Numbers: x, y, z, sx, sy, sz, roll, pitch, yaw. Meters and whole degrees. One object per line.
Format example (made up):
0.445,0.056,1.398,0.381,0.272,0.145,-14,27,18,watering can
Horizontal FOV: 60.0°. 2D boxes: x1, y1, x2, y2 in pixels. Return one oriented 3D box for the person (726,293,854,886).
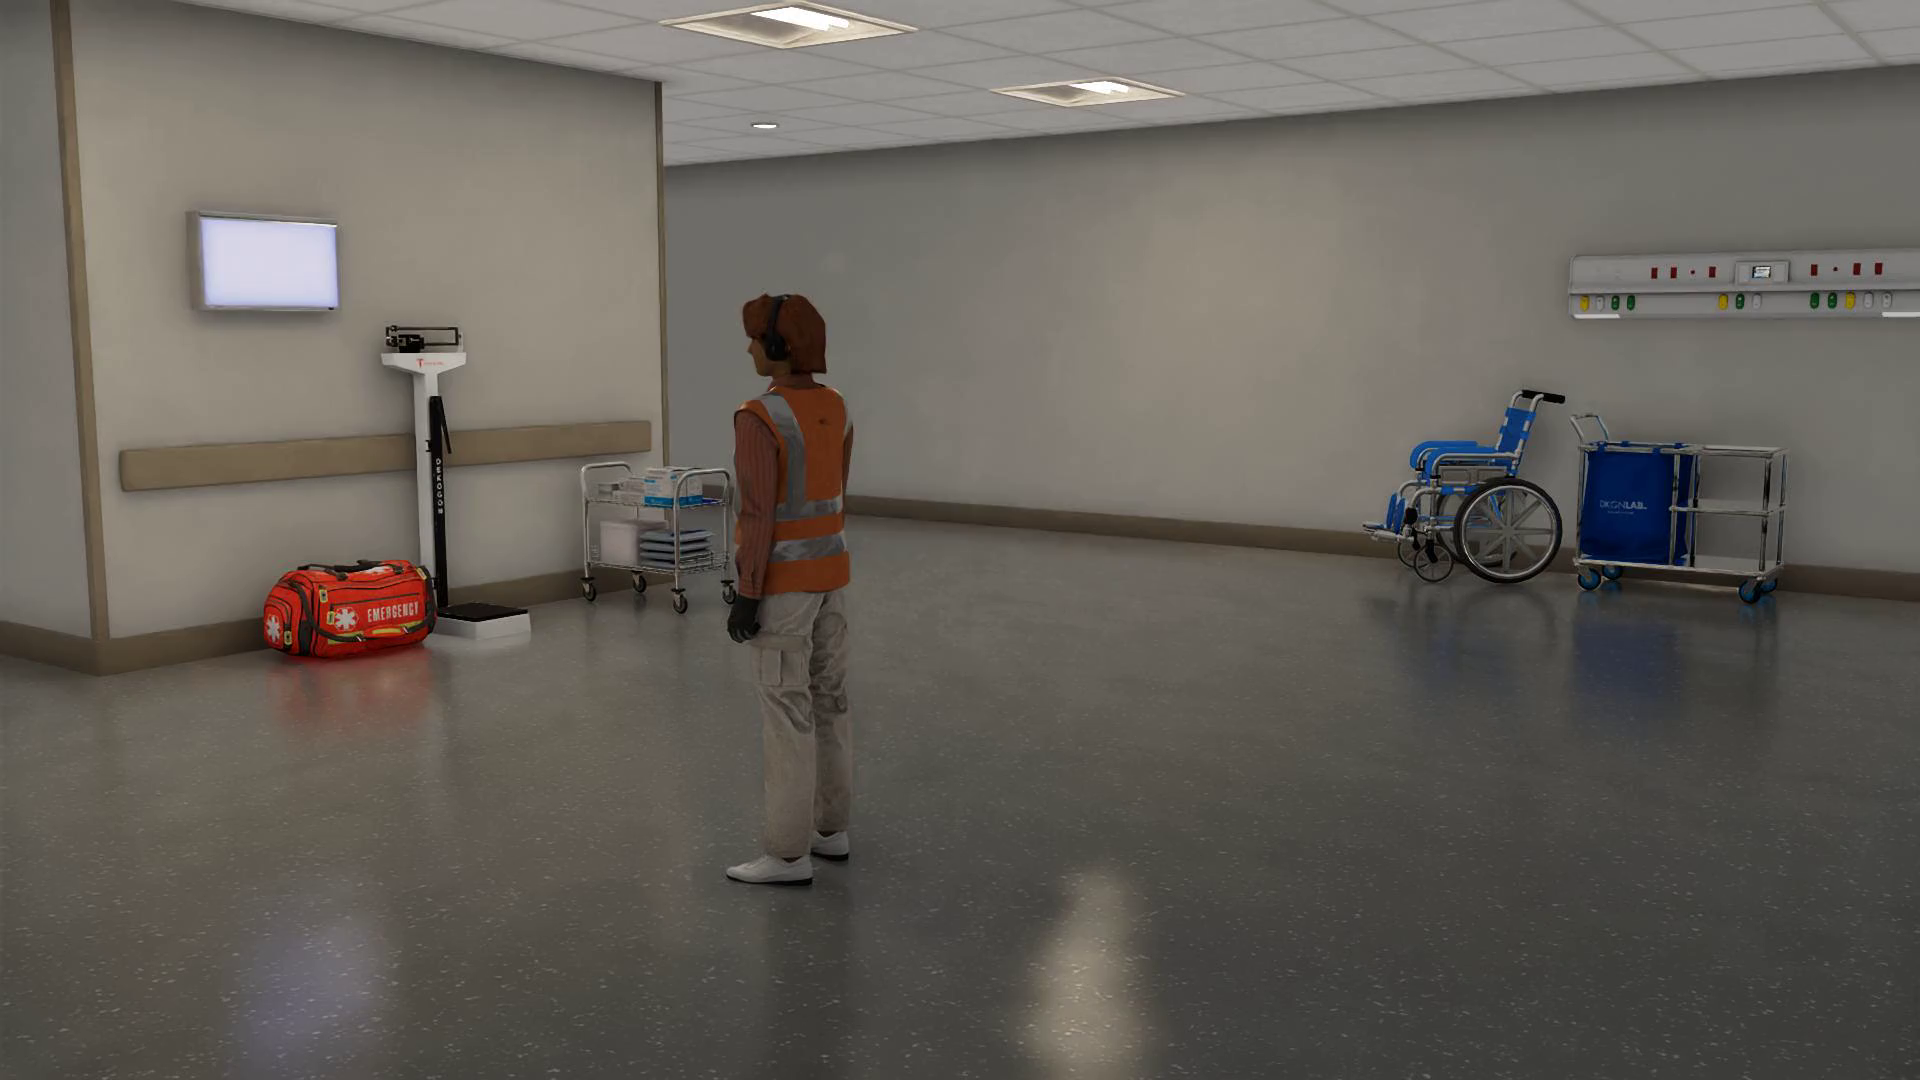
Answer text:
-0.465,0.139,4.646,0.308,1.638,0.514,3,8,24,person
